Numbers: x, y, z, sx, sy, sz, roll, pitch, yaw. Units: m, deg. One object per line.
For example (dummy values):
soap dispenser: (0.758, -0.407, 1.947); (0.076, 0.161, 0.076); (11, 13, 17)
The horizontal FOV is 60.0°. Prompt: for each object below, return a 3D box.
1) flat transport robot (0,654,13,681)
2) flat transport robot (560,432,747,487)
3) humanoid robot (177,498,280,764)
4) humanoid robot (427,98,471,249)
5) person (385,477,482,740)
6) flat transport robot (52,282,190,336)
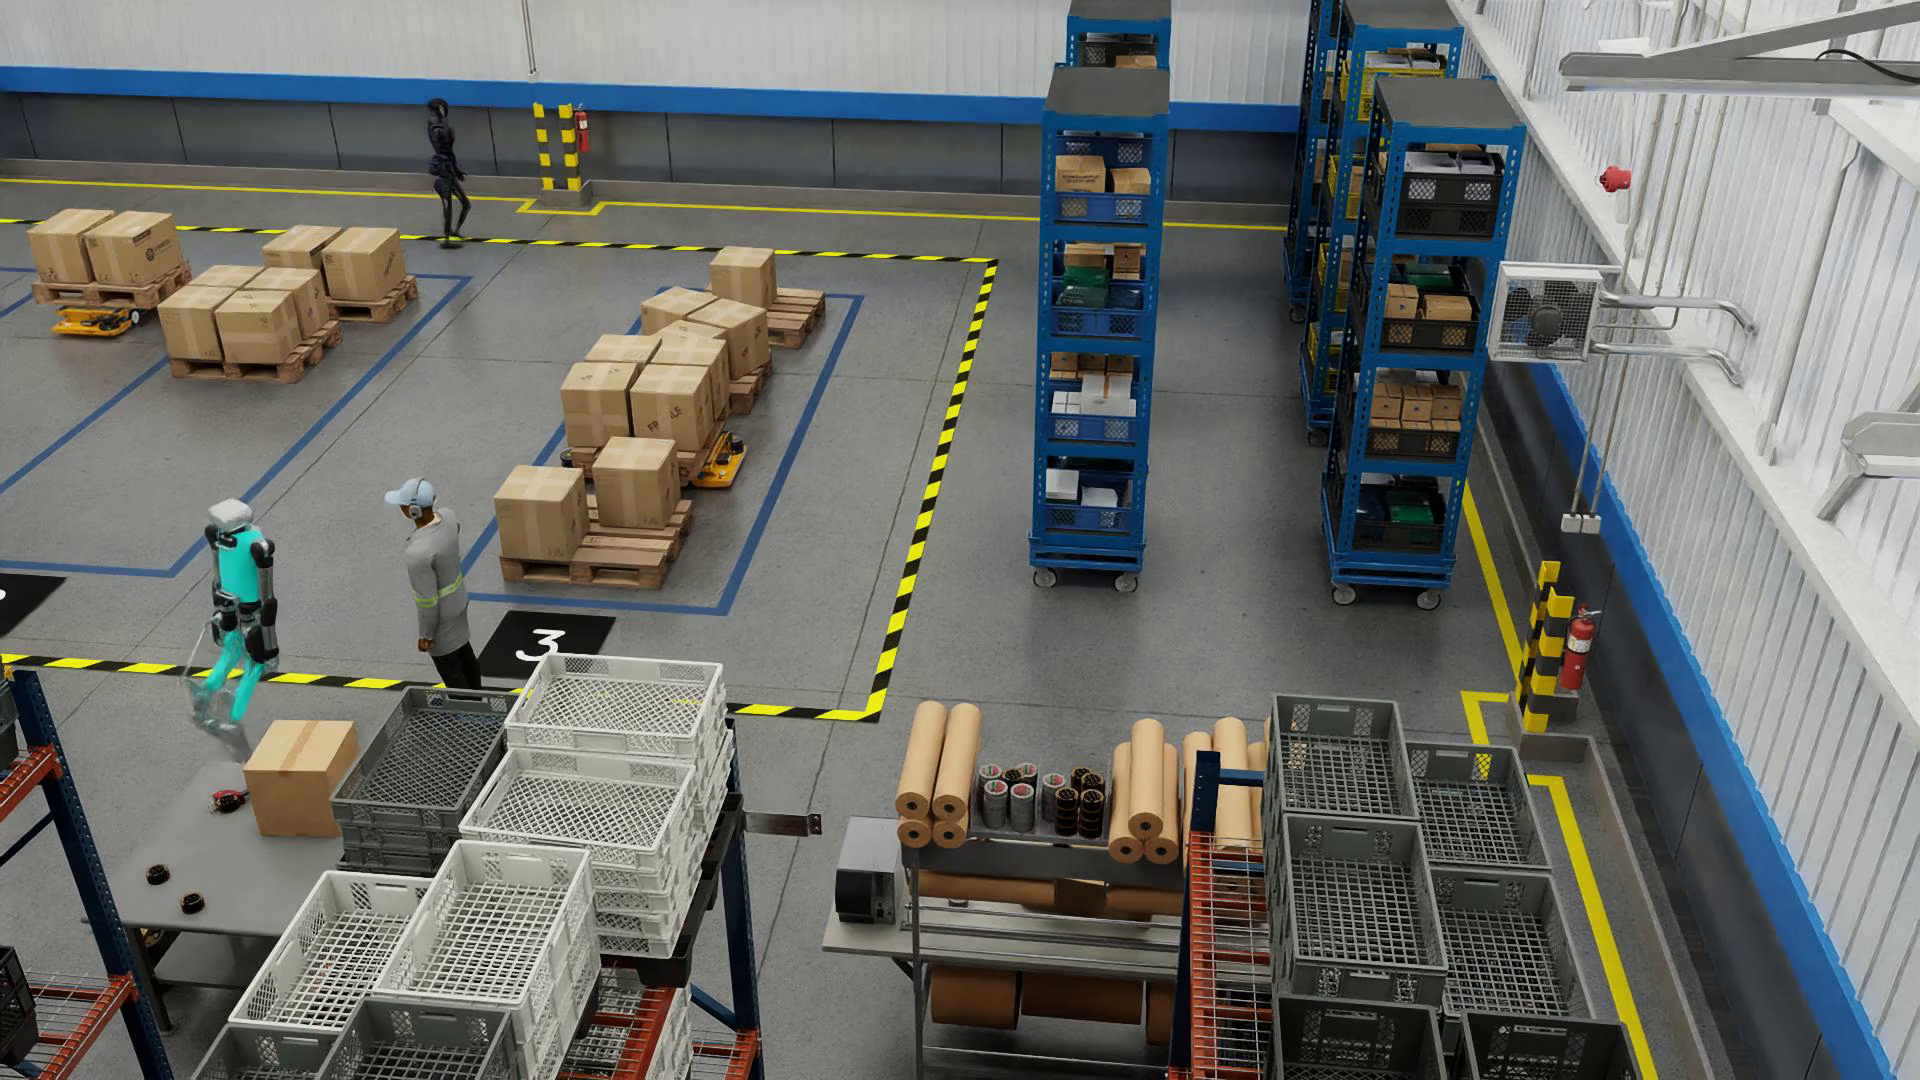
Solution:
flat transport robot: (-7.142, 0.969, 11.010); (1.431, 0.231, 0.659); (3, 30, 6)
flat transport robot: (-2.554, -0.707, 13.861); (1.431, 0.197, 0.652); (3, 30, 6)
humanoid robot: (-4.445, 0.698, 10.061); (0.536, 1.811, 0.815); (17, 34, 27)
humanoid robot: (-5.597, -3.988, 18.114); (0.377, 1.648, 0.600); (-1, 30, -3)
person: (-3.250, 0.432, 10.358); (0.370, 1.852, 0.588); (2, 30, 3)
flat transport robot: (-8.488, -2.439, 16.835); (0.652, 0.197, 1.431); (3, 30, 6)
